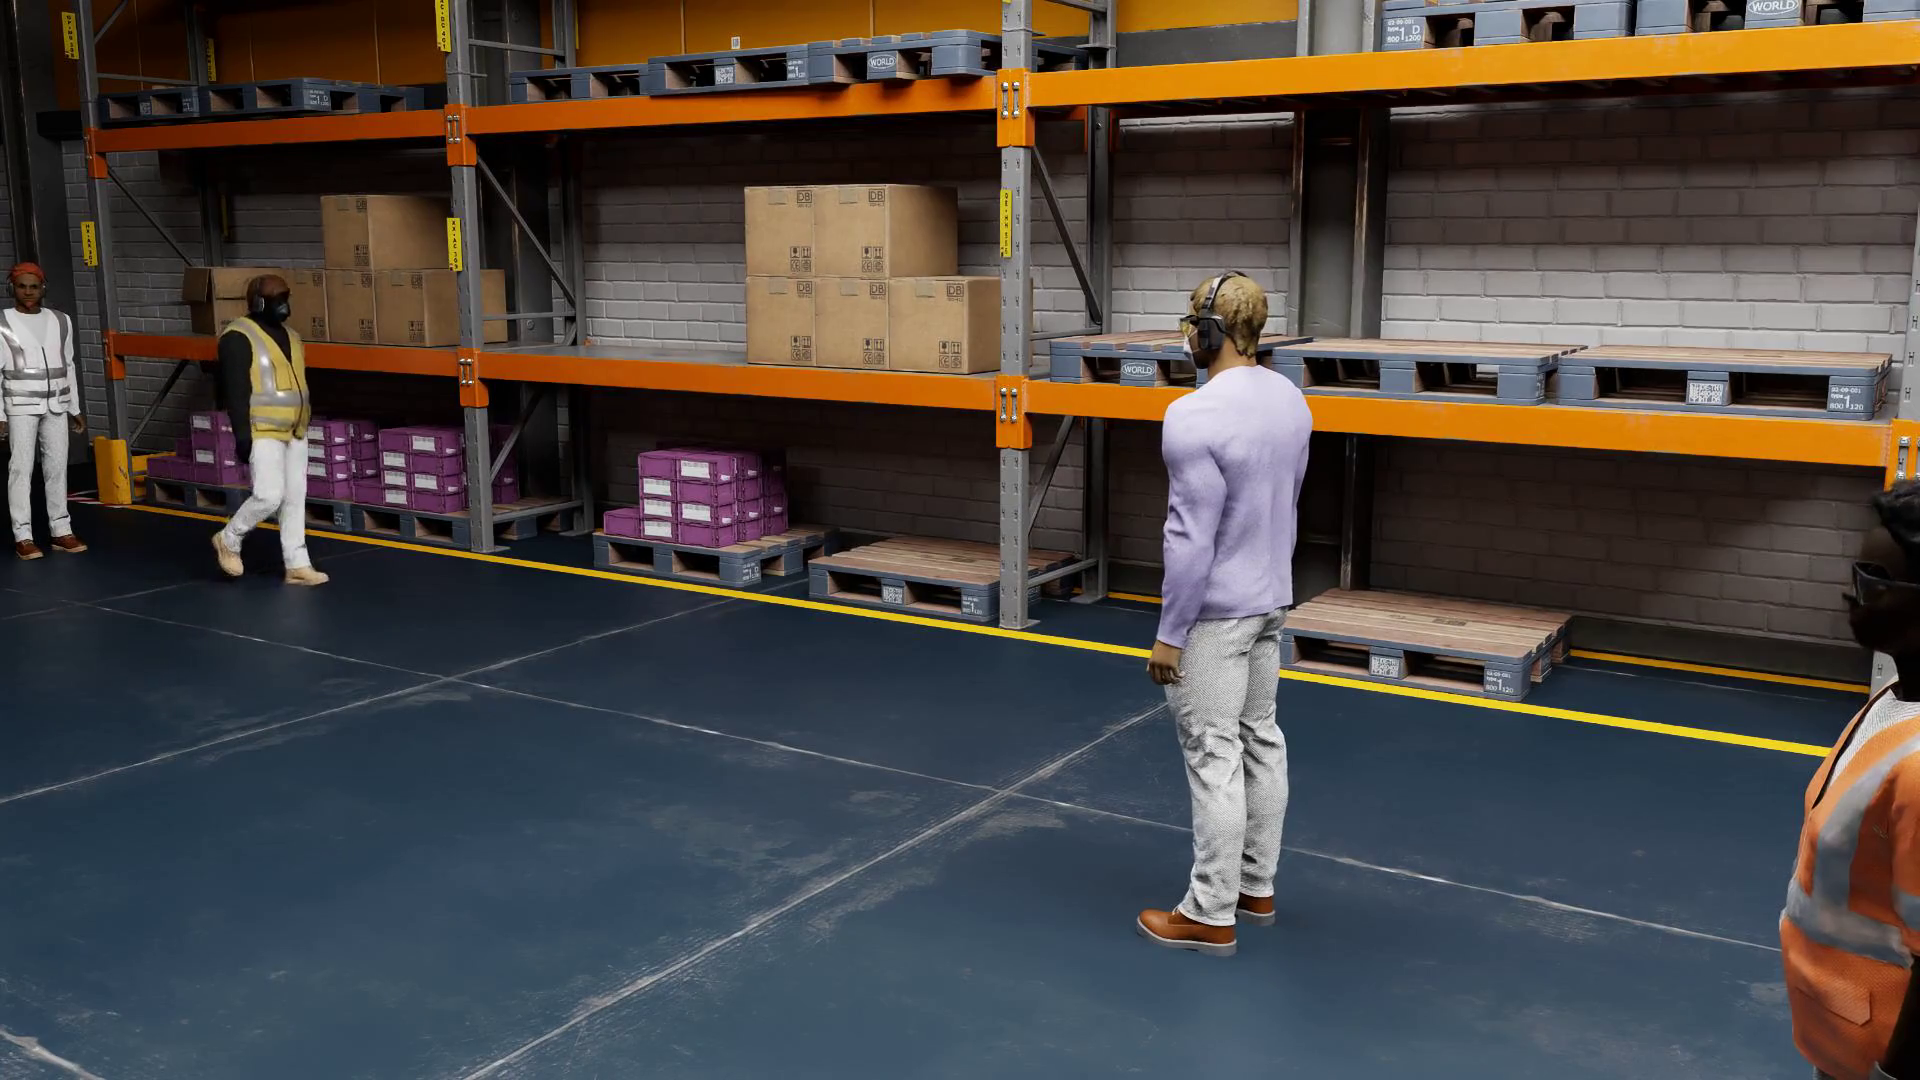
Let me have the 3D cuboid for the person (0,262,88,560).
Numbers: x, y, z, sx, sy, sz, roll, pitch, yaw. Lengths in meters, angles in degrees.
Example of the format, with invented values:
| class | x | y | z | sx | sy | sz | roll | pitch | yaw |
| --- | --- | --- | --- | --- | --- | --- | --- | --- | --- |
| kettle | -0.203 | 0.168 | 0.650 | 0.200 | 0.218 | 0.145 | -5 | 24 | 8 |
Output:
| class | x | y | z | sx | sy | sz | roll | pitch | yaw |
| --- | --- | --- | --- | --- | --- | --- | --- | --- | --- |
| person | -5.905 | -0.824 | 10.638 | 0.337 | 1.879 | 0.584 | 6 | 12 | 31 |

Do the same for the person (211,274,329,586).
| class | x | y | z | sx | sy | sz | roll | pitch | yaw |
| --- | --- | --- | --- | --- | --- | --- | --- | --- | --- |
| person | -4.047 | -0.628 | 9.698 | 0.582 | 1.829 | 0.642 | 3 | 11 | 15 |

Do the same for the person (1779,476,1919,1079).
| class | x | y | z | sx | sy | sz | roll | pitch | yaw |
| --- | --- | --- | --- | --- | --- | --- | --- | --- | --- |
| person | 1.375 | 0.743 | 2.461 | 0.318 | 1.699 | 0.535 | 4 | 11 | 23 |

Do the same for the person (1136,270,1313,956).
| class | x | y | z | sx | sy | sz | roll | pitch | yaw |
| --- | --- | --- | --- | --- | --- | --- | --- | --- | --- |
| person | 0.750 | 0.211 | 4.745 | 0.370 | 1.940 | 0.630 | 8 | 13 | 38 |
